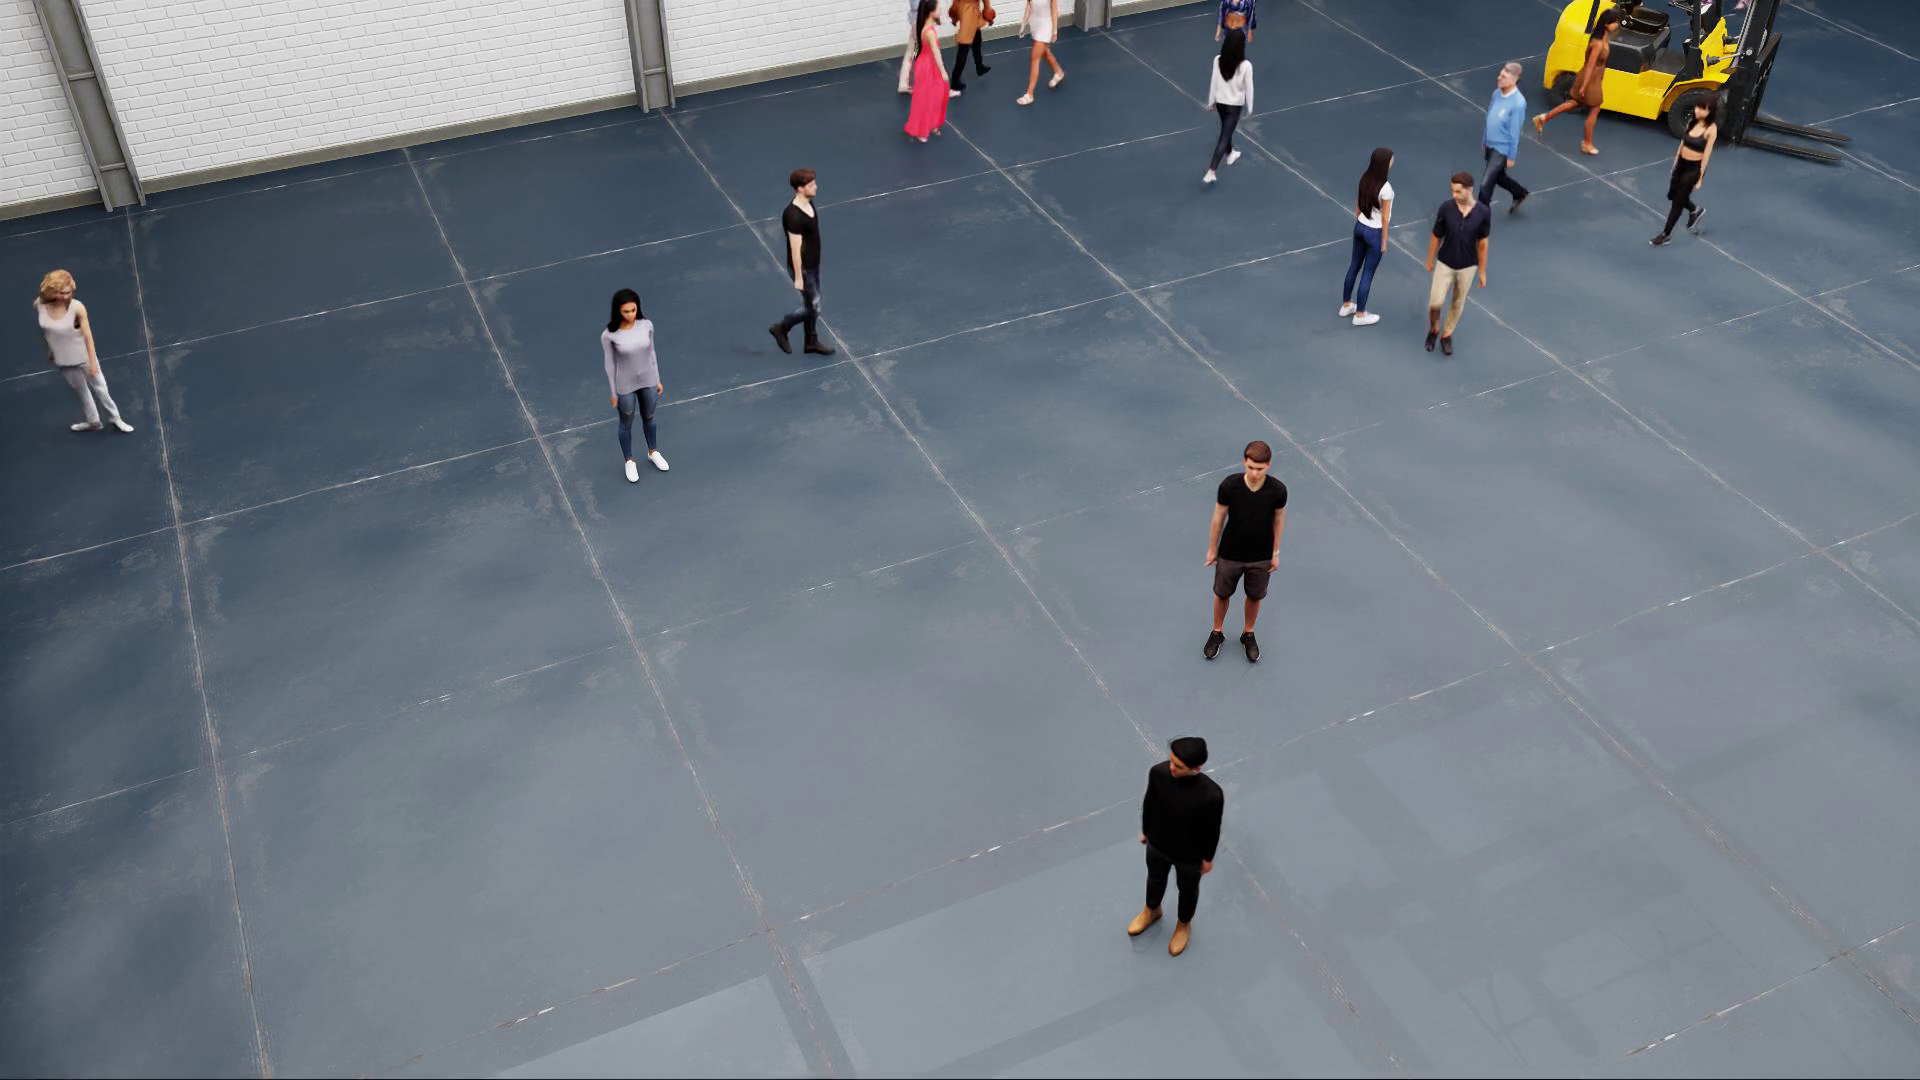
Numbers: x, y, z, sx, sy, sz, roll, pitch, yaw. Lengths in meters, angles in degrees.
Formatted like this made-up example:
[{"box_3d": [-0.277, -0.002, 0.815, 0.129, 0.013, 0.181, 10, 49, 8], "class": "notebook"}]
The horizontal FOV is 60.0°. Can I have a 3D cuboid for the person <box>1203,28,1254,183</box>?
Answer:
[{"box_3d": [2.888, -4.688, 18.087, 0.991, 1.658, 1.221, 24, 44, 27], "class": "person"}]

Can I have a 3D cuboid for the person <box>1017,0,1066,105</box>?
[{"box_3d": [1.031, -6.118, 19.879, 1.198, 1.657, 0.823, -30, 47, -32], "class": "person"}]

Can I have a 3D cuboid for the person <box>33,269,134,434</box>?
[{"box_3d": [-7.626, -1.619, 14.253, 0.701, 1.648, 0.849, 13, 40, 16], "class": "person"}]

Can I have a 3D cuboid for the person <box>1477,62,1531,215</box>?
[{"box_3d": [5.674, -4.085, 17.223, 1.124, 1.794, 0.775, -10, 40, -12], "class": "person"}]

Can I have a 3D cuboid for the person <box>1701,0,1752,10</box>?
[{"box_3d": [10.227, -7.722, 21.883, 1.059, 1.663, 0.725, -12, 40, -14], "class": "person"}]

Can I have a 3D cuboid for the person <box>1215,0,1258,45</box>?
[{"box_3d": [3.323, -6.077, 19.885, 0.909, 1.585, 1.120, 26, 45, 29], "class": "person"}]

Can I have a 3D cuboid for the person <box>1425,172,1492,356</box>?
[{"box_3d": [4.562, -2.581, 15.312, 0.774, 1.830, 0.862, 6, 39, 7], "class": "person"}]

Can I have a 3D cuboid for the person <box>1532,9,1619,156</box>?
[{"box_3d": [6.979, -5.151, 18.666, 1.058, 1.660, 1.013, 12, 40, 14], "class": "person"}]

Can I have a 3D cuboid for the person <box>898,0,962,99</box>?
[{"box_3d": [-0.564, -6.162, 19.809, 1.125, 1.814, 0.940, 0, 39, 0], "class": "person"}]

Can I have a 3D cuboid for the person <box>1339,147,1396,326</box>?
[{"box_3d": [3.866, -2.881, 15.733, 0.502, 1.774, 0.585, -16, 41, -19], "class": "person"}]

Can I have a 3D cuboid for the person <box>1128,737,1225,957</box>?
[{"box_3d": [1.305, 1.780, 9.937, 0.725, 1.723, 0.721, 23, 44, 26], "class": "person"}]

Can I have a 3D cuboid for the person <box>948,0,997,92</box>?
[{"box_3d": [0.049, -6.204, 19.956, 1.041, 1.696, 0.814, -29, 47, -31], "class": "person"}]

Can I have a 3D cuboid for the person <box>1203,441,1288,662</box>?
[{"box_3d": [2.063, 0.060, 11.979, 0.711, 1.862, 0.832, 4, 39, 5], "class": "person"}]

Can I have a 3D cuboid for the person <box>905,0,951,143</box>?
[{"box_3d": [-0.459, -5.266, 18.773, 0.848, 1.707, 0.722, -7, 39, -9], "class": "person"}]

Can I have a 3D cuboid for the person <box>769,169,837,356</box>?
[{"box_3d": [-1.499, -2.502, 15.168, 1.008, 1.887, 0.931, 7, 39, 9], "class": "person"}]

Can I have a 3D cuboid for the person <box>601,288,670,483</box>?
[{"box_3d": [-2.705, -1.310, 13.791, 0.501, 1.741, 0.694, -21, 43, -25], "class": "person"}]

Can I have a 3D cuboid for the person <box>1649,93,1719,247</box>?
[{"box_3d": [7.512, -3.780, 16.976, 0.901, 1.627, 0.562, -15, 41, -18], "class": "person"}]
